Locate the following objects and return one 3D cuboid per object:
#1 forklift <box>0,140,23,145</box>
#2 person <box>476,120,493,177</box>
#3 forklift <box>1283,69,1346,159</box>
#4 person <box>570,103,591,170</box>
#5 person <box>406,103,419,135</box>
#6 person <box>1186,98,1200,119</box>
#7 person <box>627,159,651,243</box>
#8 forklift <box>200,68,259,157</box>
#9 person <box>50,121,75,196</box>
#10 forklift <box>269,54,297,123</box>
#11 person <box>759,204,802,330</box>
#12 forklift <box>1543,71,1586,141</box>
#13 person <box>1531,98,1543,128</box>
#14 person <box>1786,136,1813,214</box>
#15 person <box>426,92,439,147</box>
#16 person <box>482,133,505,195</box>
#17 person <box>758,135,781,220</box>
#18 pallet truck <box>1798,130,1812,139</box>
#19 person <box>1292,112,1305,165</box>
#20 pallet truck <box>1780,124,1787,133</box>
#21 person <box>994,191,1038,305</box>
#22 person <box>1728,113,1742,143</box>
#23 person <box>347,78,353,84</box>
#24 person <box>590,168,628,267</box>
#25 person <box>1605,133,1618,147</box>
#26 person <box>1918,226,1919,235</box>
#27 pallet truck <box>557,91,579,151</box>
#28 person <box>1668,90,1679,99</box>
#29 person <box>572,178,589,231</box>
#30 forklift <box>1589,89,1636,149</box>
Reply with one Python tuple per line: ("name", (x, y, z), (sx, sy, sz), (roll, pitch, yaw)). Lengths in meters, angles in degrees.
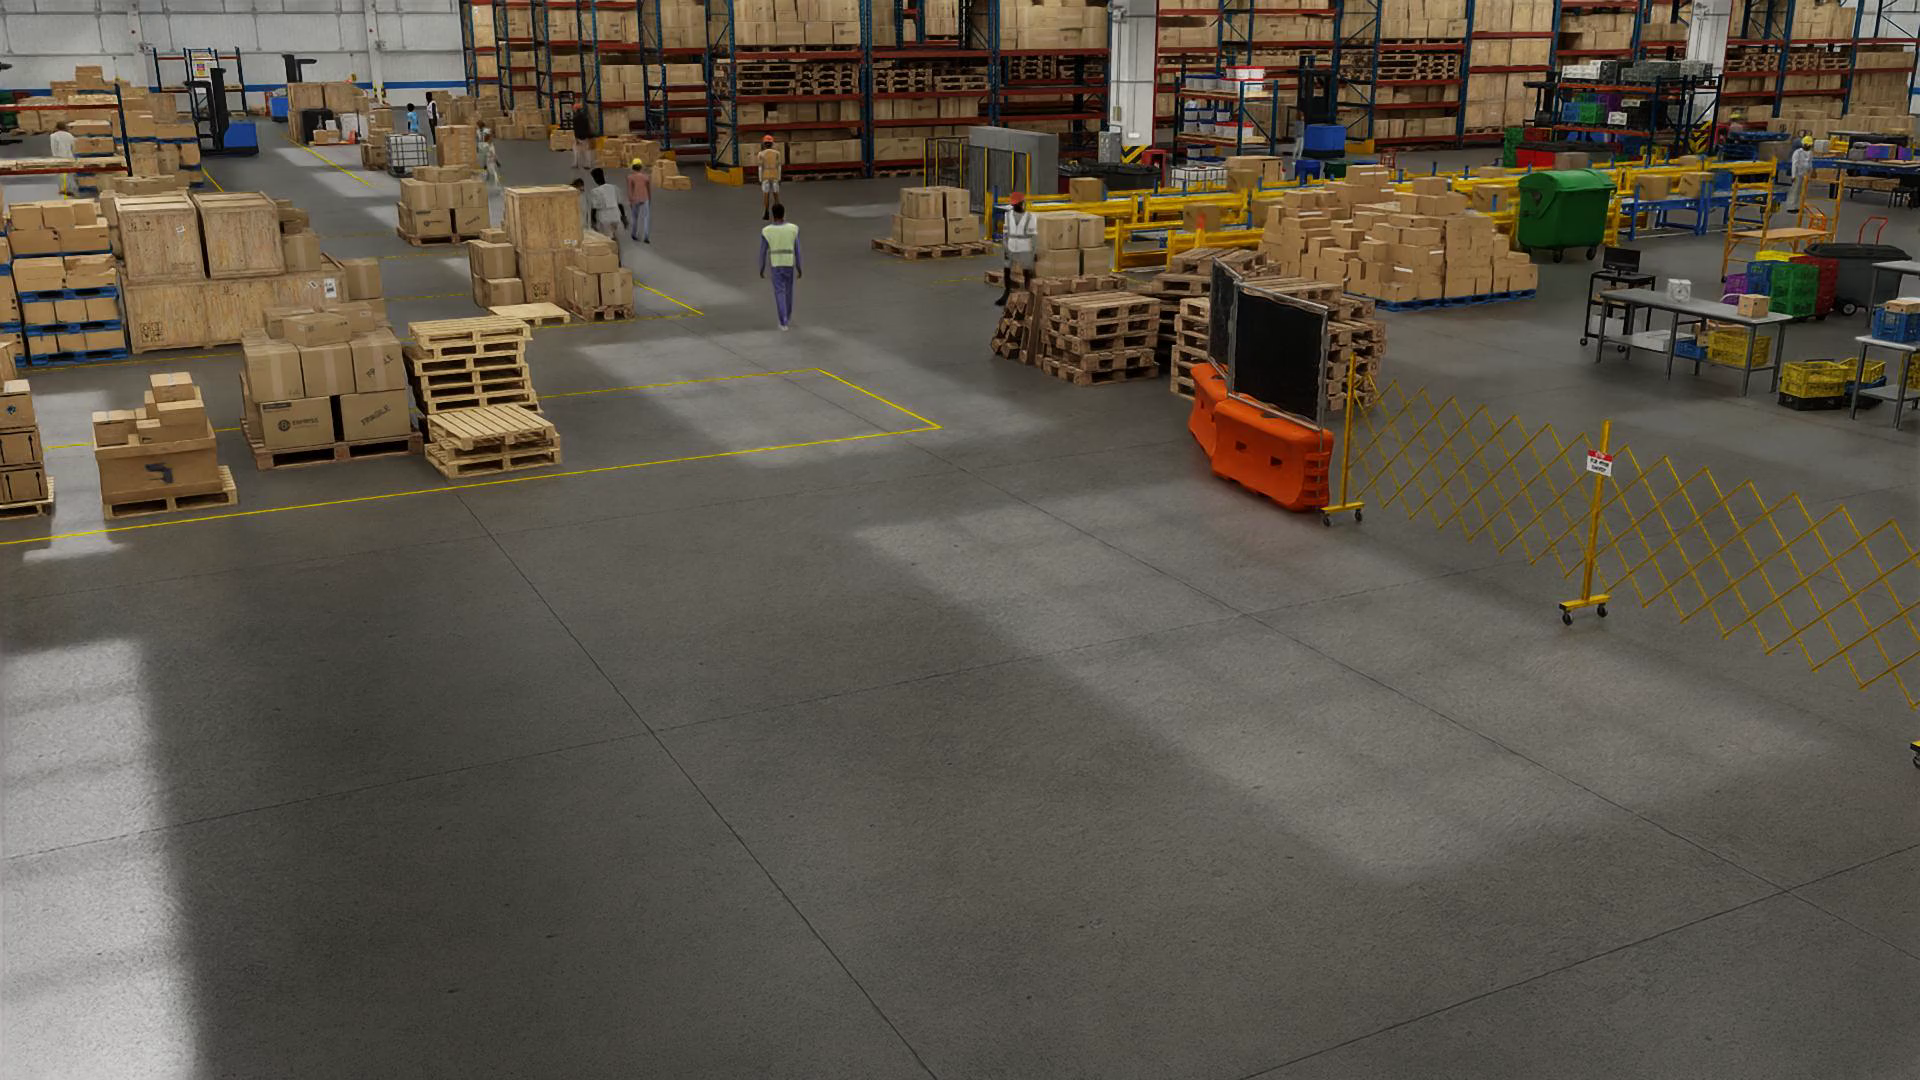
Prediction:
("forklift", (-34.684, -15.432, 58.943), (1.873, 2.768, 1.129), (-2, 18, -7))
("person", (-13.832, -11.349, 48.249), (0.527, 1.607, 0.737), (7, 19, 21))
("forklift", (11.615, -13.871, 54.079), (1.129, 2.768, 1.873), (-9, 20, -27))
("person", (-11.542, -12.211, 50.384), (0.798, 1.964, 0.643), (12, 21, 32))
("person", (-18.188, -13.655, 55.311), (0.319, 1.695, 0.539), (6, 19, 19))
("person", (8.706, -15.825, 62.110), (0.540, 1.665, 0.727), (5, 18, 15))
("person", (-6.732, -7.131, 34.933), (0.525, 1.717, 0.920), (-7, 19, -22))
("forklift", (-24.373, -14.147, 54.938), (1.873, 2.768, 1.129), (-9, 20, -26))
("person", (-23.416, -9.947, 43.407), (0.727, 1.908, 0.646), (12, 21, 33))
("forklift", (-28.317, -19.150, 70.537), (1.873, 2.768, 1.129), (-9, 20, -26))
("person", (-2.772, -4.210, 25.555), (0.619, 1.892, 0.735), (-6, 19, -17))
("forklift", (18.685, -13.231, 52.085), (1.873, 2.768, 1.129), (-9, 20, -26))
("person", (19.893, -14.358, 57.404), (0.327, 1.761, 0.522), (16, 24, 41))
("person", (20.066, -8.703, 39.661), (0.600, 1.827, 0.403), (-9, 20, -26))
("person", (-18.565, -14.814, 58.587), (0.390, 1.912, 0.589), (-12, 21, -33))
("person", (-12.391, -9.867, 43.657), (0.837, 1.604, 0.523), (1, 18, 4))
("person", (-4.404, -8.389, 38.506), (0.544, 1.939, 0.354), (-6, 19, -17))
("pallet truck", (25.526, -11.556, 49.408), (1.630, 1.274, 0.653), (-9, 20, -26))
("person", (10.605, -12.571, 52.050), (0.517, 1.626, 0.451), (-16, 24, -41))
("pallet truck", (25.206, -12.542, 52.601), (1.601, 1.201, 0.680), (0, 18, -2))
("person", (0.940, -4.740, 27.188), (0.843, 1.908, 0.458), (7, 19, 21))
("person", (23.048, -11.826, 49.556), (0.533, 1.732, 0.857), (-1, 18, -4))
("person", (-25.202, -18.112, 68.847), (0.550, 1.921, 0.569), (0, 18, 1))
("person", (-6.589, -5.949, 30.929), (0.856, 1.914, 0.692), (16, 23, 40))
("person", (19.199, -11.743, 48.964), (0.552, 1.937, 0.356), (-11, 21, -30))
("person", (17.698, -5.679, 30.002), (0.695, 1.986, 0.897), (14, 23, 38))
("pallet truck", (-13.495, -14.412, 57.188), (0.823, 1.965, 1.885), (-3, 18, -9))
("person", (25.786, -15.424, 60.347), (0.376, 1.995, 0.609), (15, 23, 38))
("person", (-6.912, -5.631, 30.110), (0.519, 1.828, 0.985), (-16, 24, -41))
("forklift", (22.693, -14.857, 57.154), (1.873, 2.768, 1.129), (-9, 20, -27))
